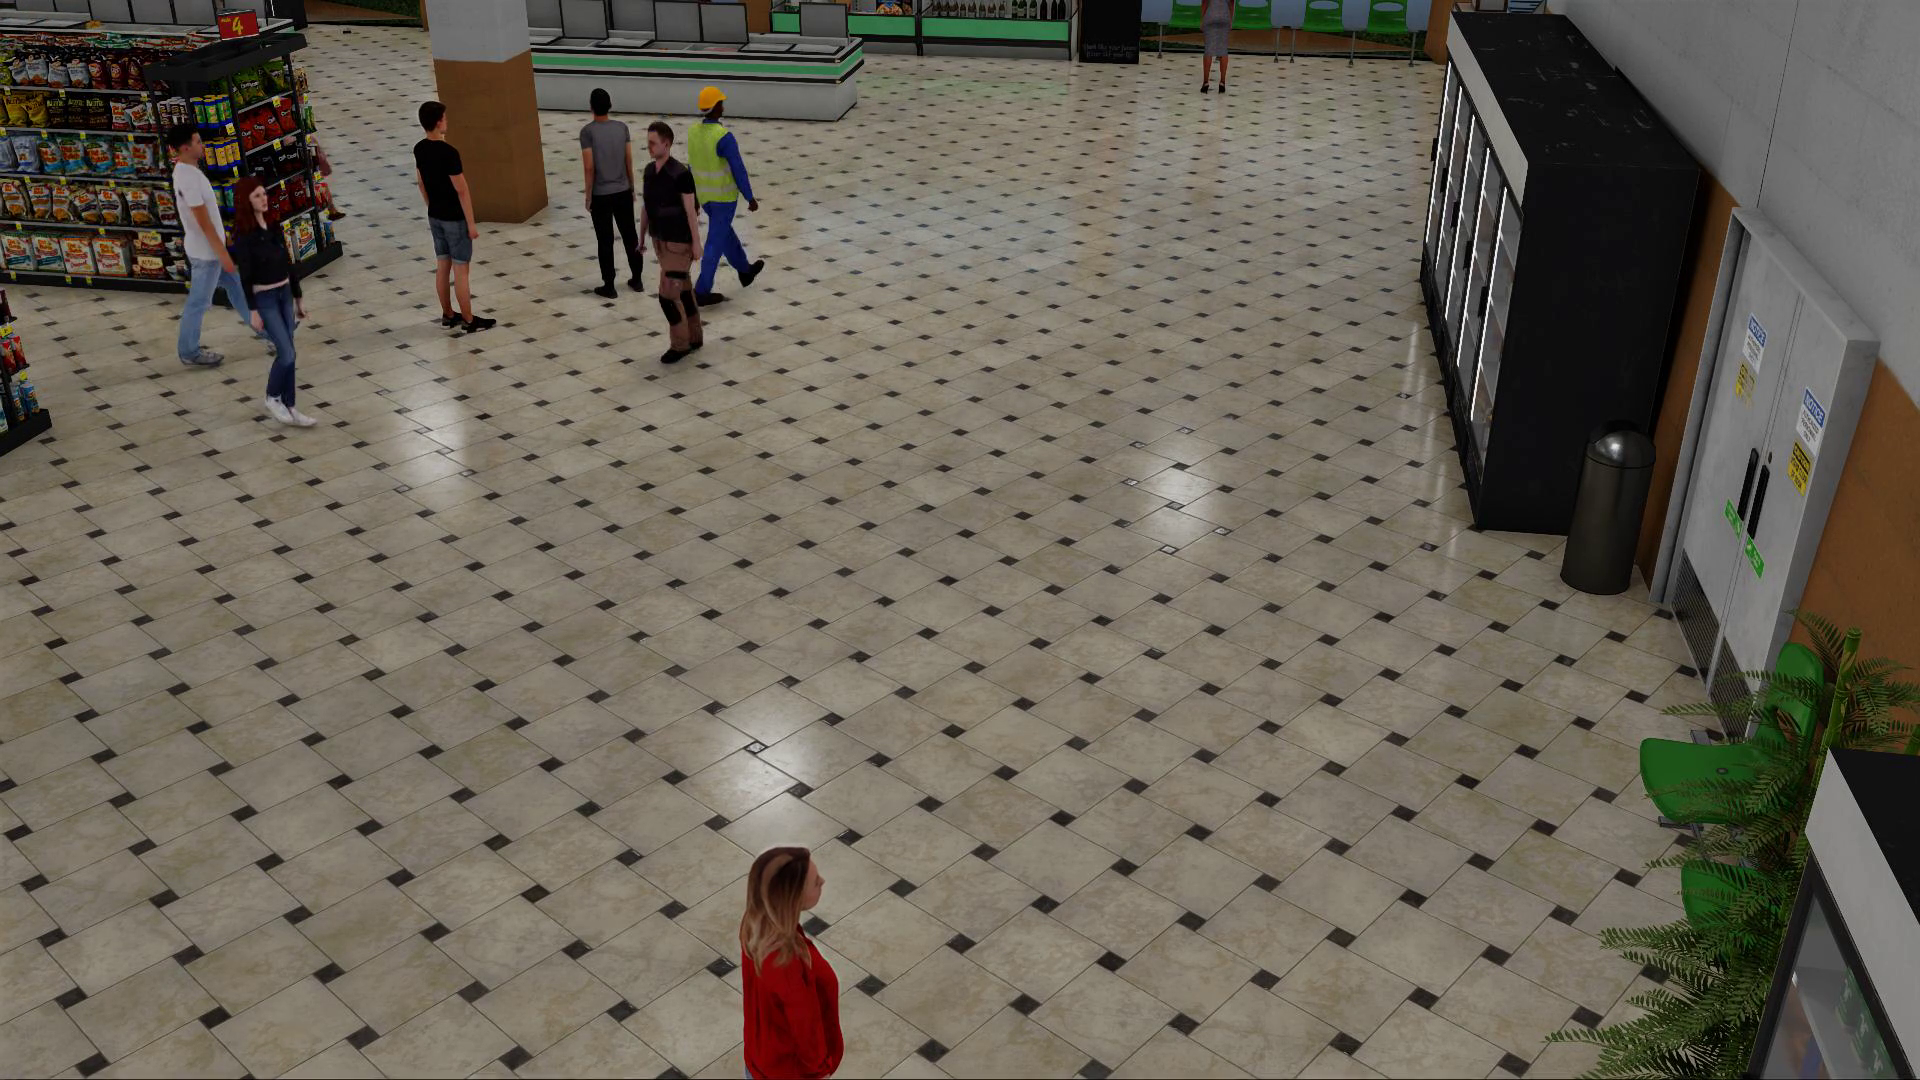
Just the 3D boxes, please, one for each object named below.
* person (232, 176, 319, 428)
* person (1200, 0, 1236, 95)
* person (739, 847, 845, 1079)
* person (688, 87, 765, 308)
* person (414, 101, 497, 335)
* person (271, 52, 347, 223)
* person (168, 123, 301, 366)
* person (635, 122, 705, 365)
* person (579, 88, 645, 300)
[{"bbox_3d":[-4.808,-1.623,11.464,0.682,1.786,0.644,10,29,19],"label":"person"},{"bbox_3d":[3.309,-6.661,21.401,0.499,1.781,0.672,1,27,1],"label":"person"},{"bbox_3d":[-0.525,1.646,5.106,0.717,1.705,0.682,-14,30,-26],"label":"person"},{"bbox_3d":[-2.075,-2.803,13.808,1.189,1.769,1.121,22,34,37],"label":"person"},{"bbox_3d":[-4.090,-2.570,13.264,0.641,1.847,0.795,17,31,29],"label":"person"},{"bbox_3d":[-6.468,-3.854,16.010,1.132,1.651,0.865,17,31,30],"label":"person"},{"bbox_3d":[-5.757,-2.160,12.490,1.248,1.814,1.085,-11,29,-21],"label":"person"},{"bbox_3d":[-2.111,-2.307,12.772,0.882,1.822,0.945,24,35,39],"label":"person"},{"bbox_3d":[-2.967,-2.944,14.103,0.693,1.754,0.744,-20,33,-34],"label":"person"}]
